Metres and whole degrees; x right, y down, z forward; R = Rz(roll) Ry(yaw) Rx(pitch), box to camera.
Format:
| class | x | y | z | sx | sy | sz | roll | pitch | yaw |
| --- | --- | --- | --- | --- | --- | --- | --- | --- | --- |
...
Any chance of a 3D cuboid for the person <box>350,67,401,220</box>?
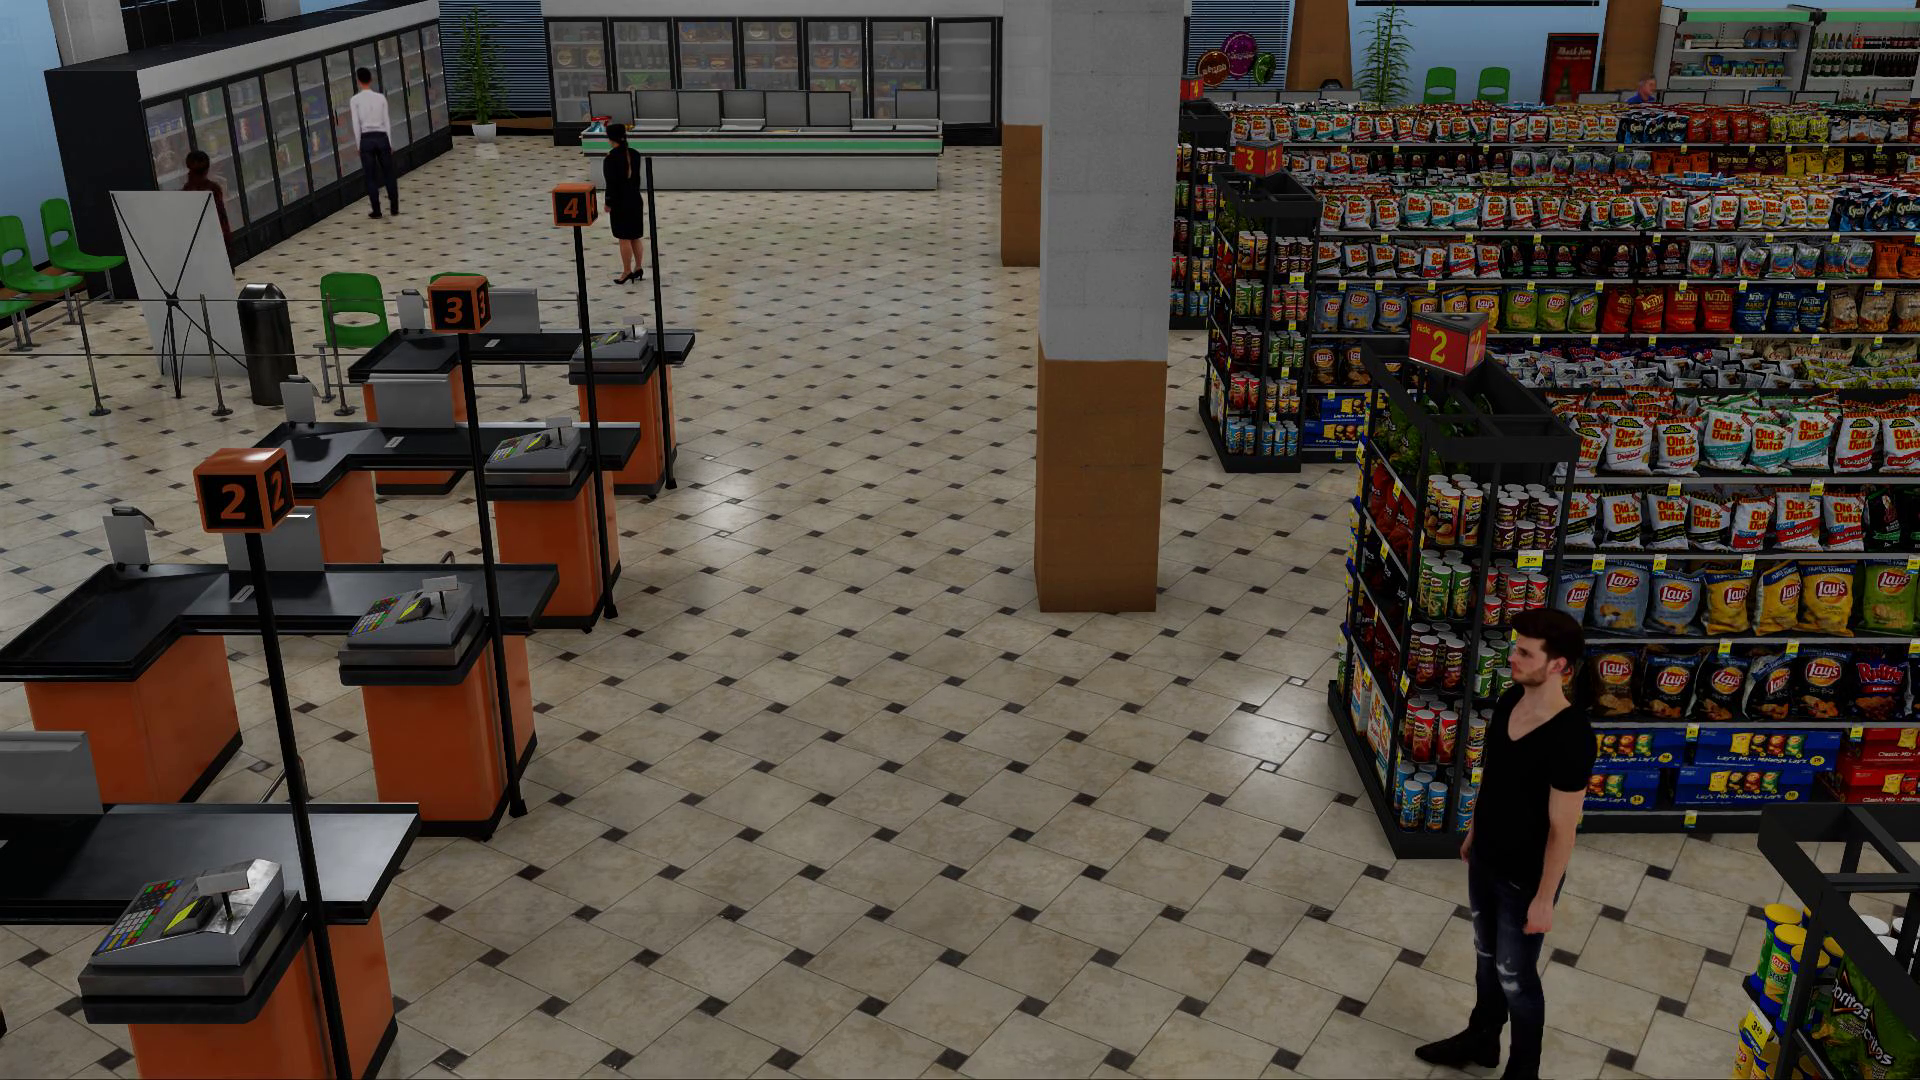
| class | x | y | z | sx | sy | sz | roll | pitch | yaw |
| --- | --- | --- | --- | --- | --- | --- | --- | --- | --- |
| person | -7.414 | -5.026 | 21.045 | 0.680 | 1.867 | 0.775 | -12 | 25 | -28 |

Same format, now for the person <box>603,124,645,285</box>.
| class | x | y | z | sx | sy | sz | roll | pitch | yaw |
| --- | --- | --- | --- | --- | --- | --- | --- | --- | --- |
| person | -3.562 | -3.566 | 17.677 | 0.800 | 1.668 | 0.797 | 11 | 25 | 26 |

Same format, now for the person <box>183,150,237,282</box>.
| class | x | y | z | sx | sy | sz | roll | pitch | yaw |
| --- | --- | --- | --- | --- | --- | --- | --- | --- | --- |
| person | -7.098 | -2.779 | 15.665 | 0.796 | 1.709 | 0.728 | 3 | 22 | 7 |

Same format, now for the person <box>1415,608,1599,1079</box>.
| class | x | y | z | sx | sy | sz | roll | pitch | yaw |
| --- | --- | --- | --- | --- | --- | --- | --- | --- | --- |
| person | 1.947 | 1.104 | 5.744 | 0.644 | 1.899 | 0.718 | -4 | 22 | -9 |

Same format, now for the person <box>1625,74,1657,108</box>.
| class | x | y | z | sx | sy | sz | roll | pitch | yaw |
| --- | --- | --- | --- | --- | --- | --- | --- | --- | --- |
| person | 8.378 | -4.907 | 20.841 | 1.104 | 1.798 | 1.122 | -16 | 27 | -34 |
